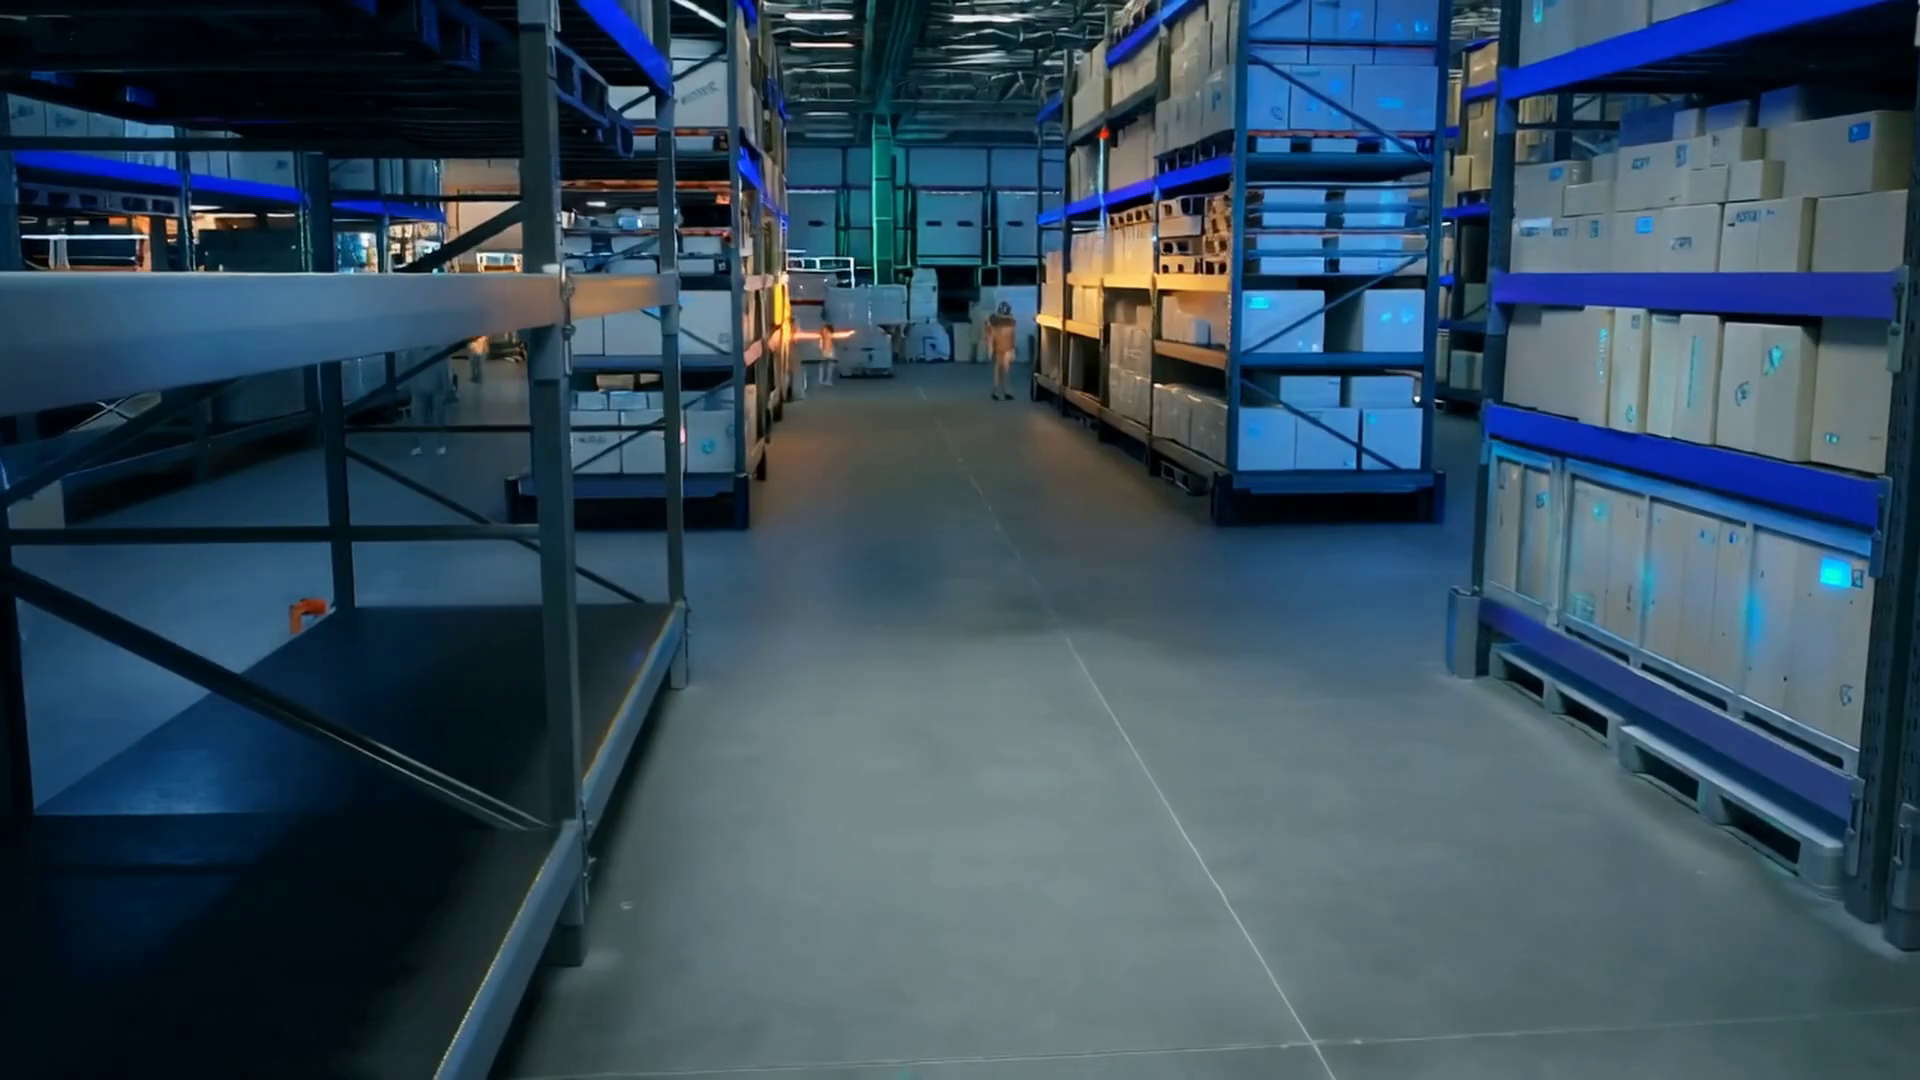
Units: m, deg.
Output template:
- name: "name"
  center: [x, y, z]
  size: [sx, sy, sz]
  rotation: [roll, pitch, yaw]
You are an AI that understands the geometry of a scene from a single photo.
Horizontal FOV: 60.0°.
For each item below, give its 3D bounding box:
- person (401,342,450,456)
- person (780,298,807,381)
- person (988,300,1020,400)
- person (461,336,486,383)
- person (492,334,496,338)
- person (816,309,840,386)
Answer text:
- name: "person"
  center: [-7.133, -2.069, 22.177]
  size: [0.652, 1.904, 0.402]
  rotation: [1, 9, 6]
- name: "person"
  center: [-3.518, -3.987, 34.077]
  size: [0.613, 1.947, 0.634]
  rotation: [-2, 9, -12]
- name: "person"
  center: [0.841, -3.661, 32.115]
  size: [0.665, 1.930, 0.372]
  rotation: [-3, 10, -20]
- name: "person"
  center: [-10.748, -4.414, 36.840]
  size: [0.549, 1.924, 0.683]
  rotation: [-7, 11, -37]
- name: "person"
  center: [-18.133, -8.722, 63.788]
  size: [0.610, 1.969, 0.922]
  rotation: [-8, 12, -41]
- name: "person"
  center: [-2.834, -4.166, 36.079]
  size: [0.689, 1.674, 0.538]
  rotation: [1, 9, 6]
